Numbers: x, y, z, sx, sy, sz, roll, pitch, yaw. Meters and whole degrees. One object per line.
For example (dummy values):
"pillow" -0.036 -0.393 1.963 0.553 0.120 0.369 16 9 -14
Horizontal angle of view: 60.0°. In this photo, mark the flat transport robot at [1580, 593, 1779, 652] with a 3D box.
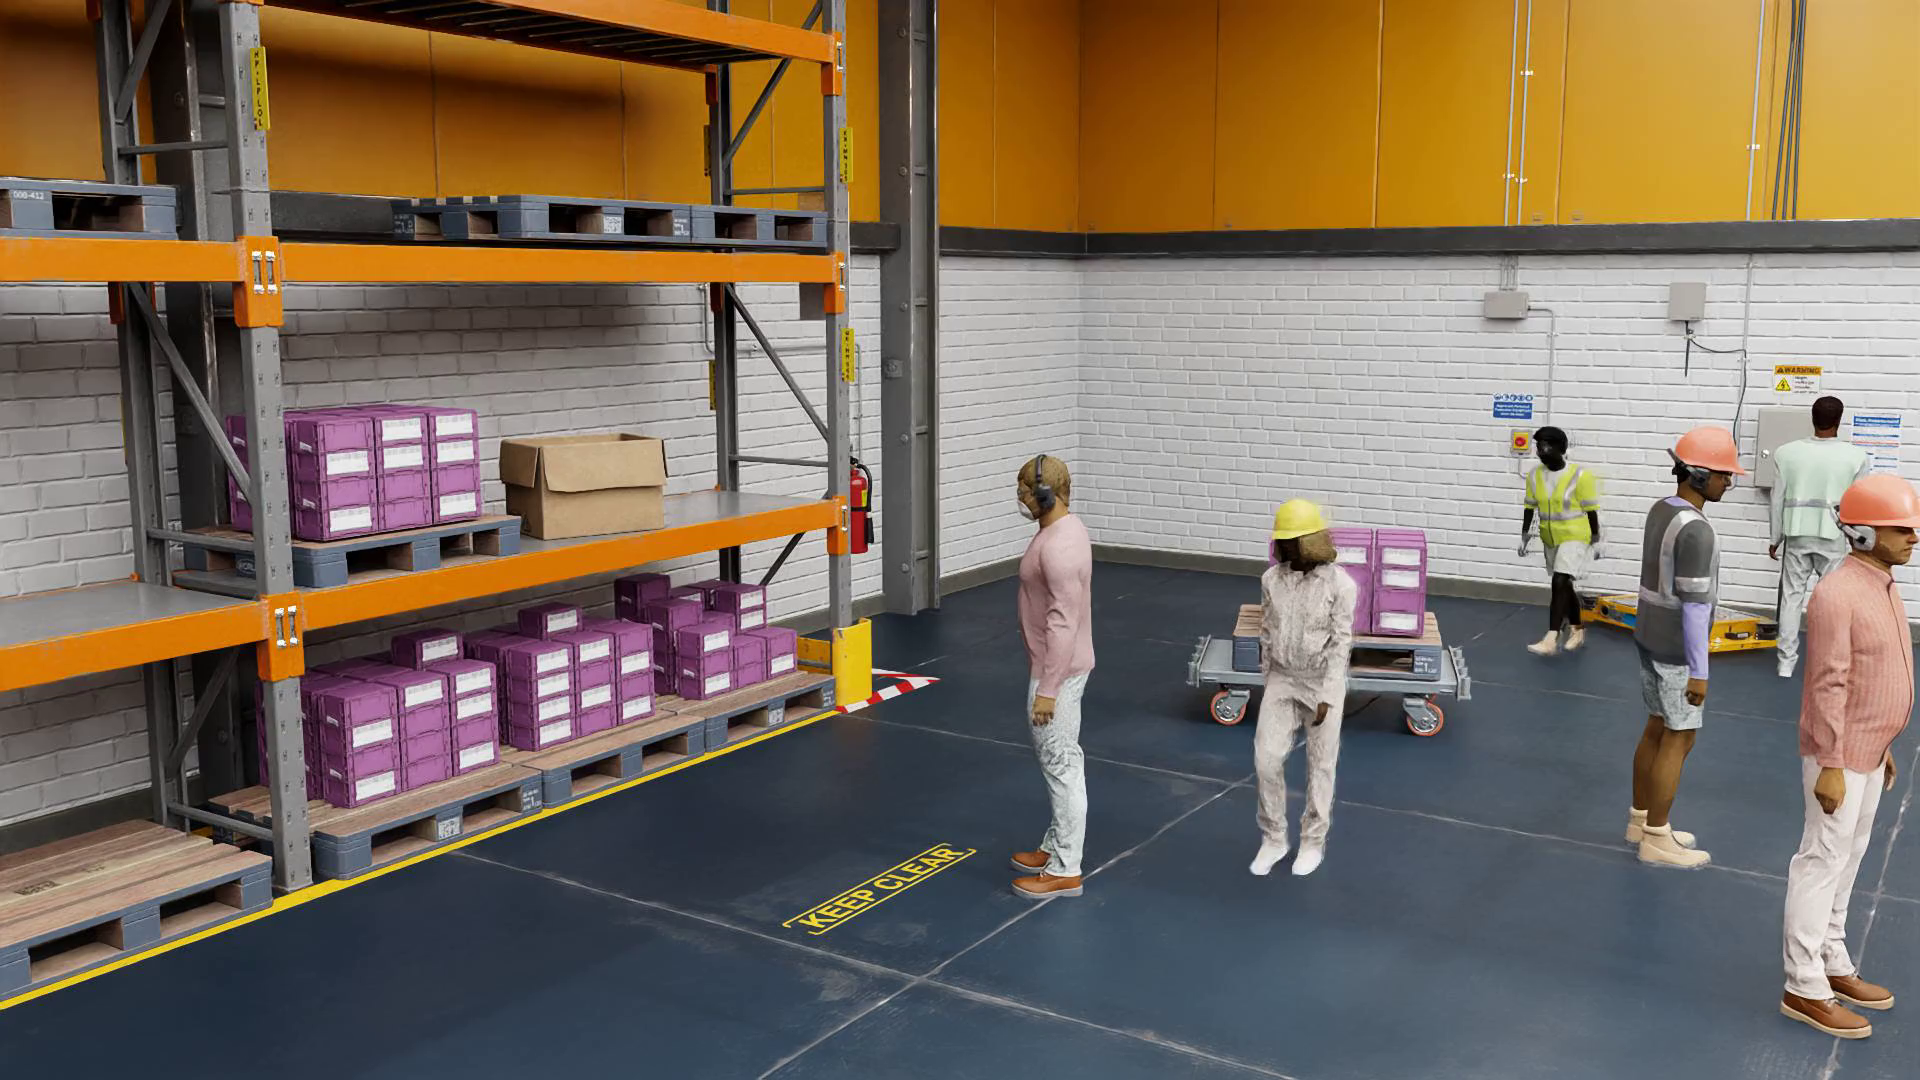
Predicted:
"flat transport robot" 5.399 0.599 12.554 0.652 0.197 1.431 -3 9 -20

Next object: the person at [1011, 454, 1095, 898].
"person" 0.402 0.589 7.245 0.371 1.933 0.627 1 9 4

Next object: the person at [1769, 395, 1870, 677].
"person" 5.757 0.002 11.182 0.597 1.891 0.373 6 11 36

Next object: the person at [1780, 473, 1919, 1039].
"person" 3.214 0.752 5.972 0.379 1.996 0.609 8 12 43

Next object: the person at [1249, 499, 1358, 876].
"person" 1.514 0.672 7.393 0.481 1.716 0.541 6 11 34

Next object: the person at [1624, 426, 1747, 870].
"person" 3.296 0.492 7.571 0.409 2.029 0.612 1 9 6

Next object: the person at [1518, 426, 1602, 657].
"person" 4.262 0.009 11.872 0.816 1.647 0.554 -5 10 -31
